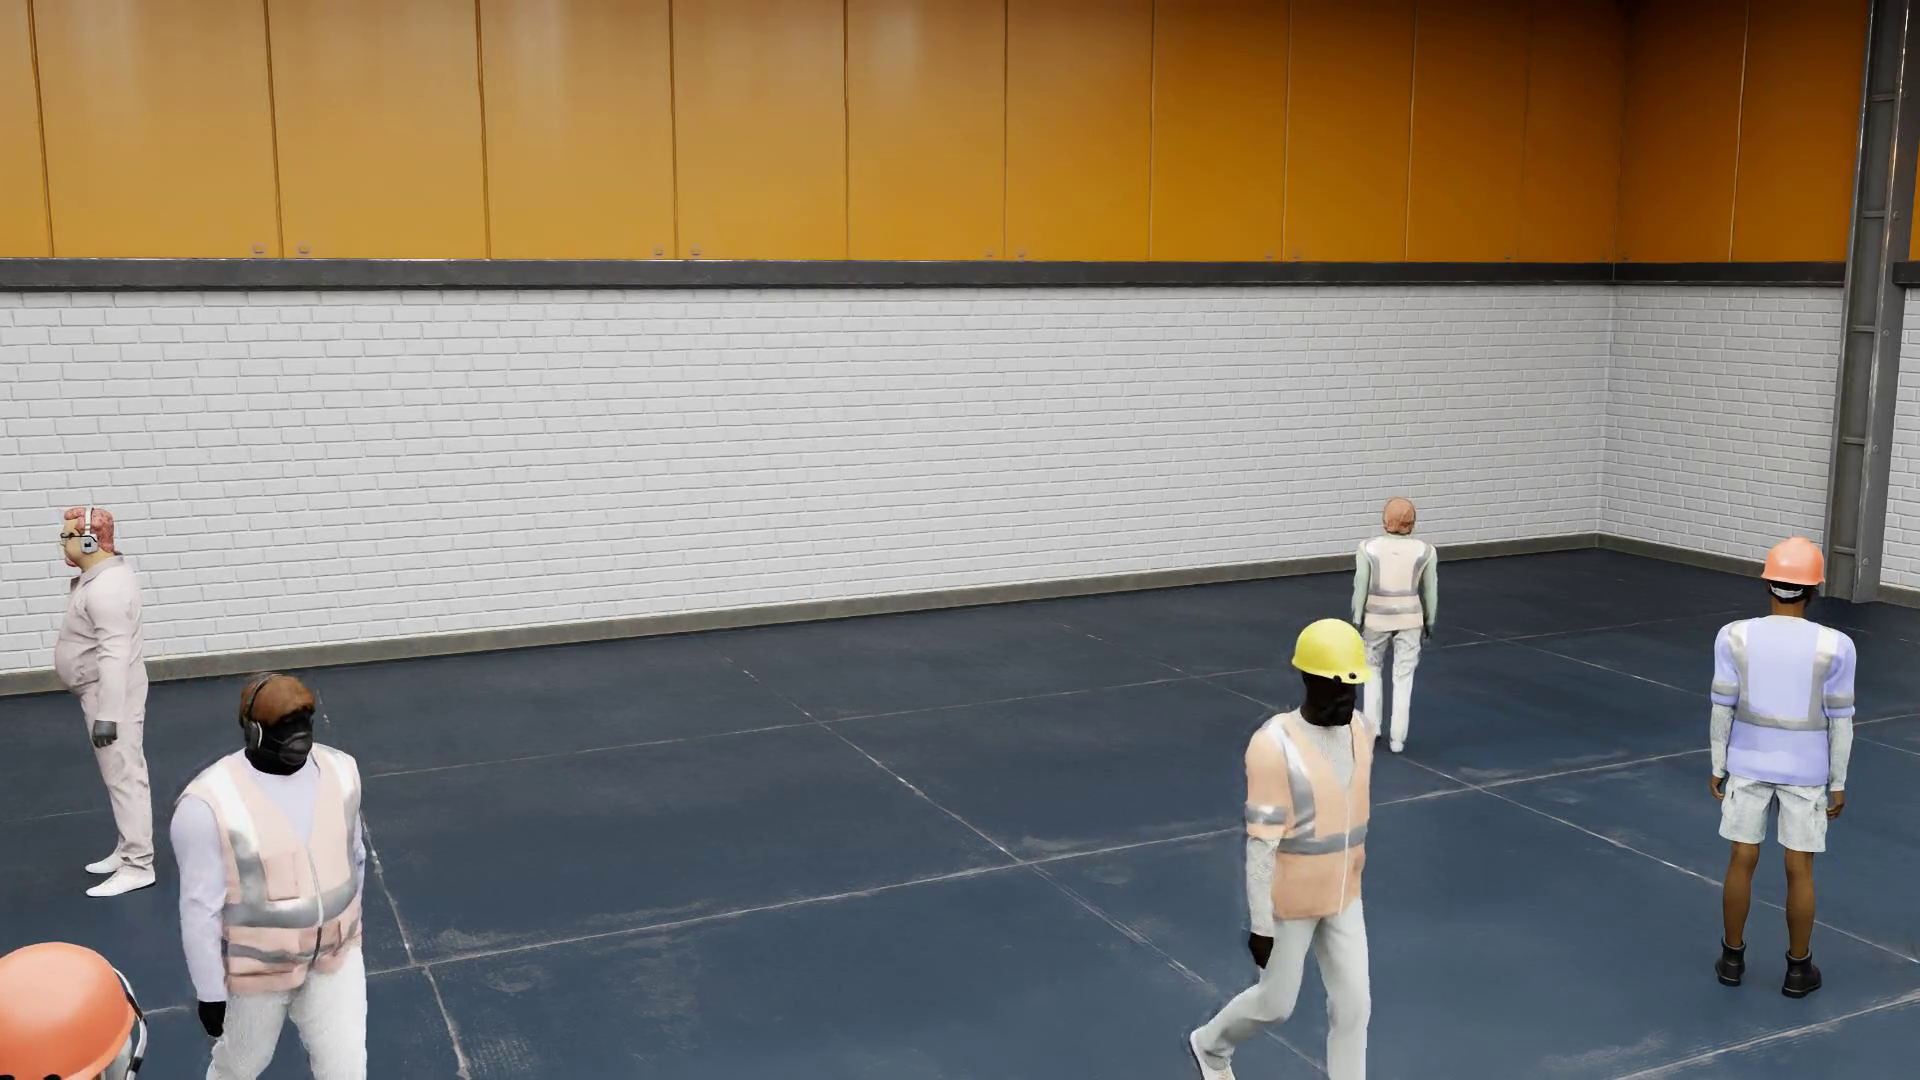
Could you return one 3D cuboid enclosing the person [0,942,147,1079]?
[{"bbox_3d":[-1.447,1.607,2.768,0.611,1.986,0.393,-1,9,-4],"label":"person"}]

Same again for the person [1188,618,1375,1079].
[{"bbox_3d":[1.161,1.178,5.727,0.597,1.897,0.862,-6,11,-34],"label":"person"}]

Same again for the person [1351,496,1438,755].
[{"bbox_3d":[2.757,0.528,10.588,0.538,1.619,0.568,2,9,10],"label":"person"}]

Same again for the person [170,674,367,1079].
[{"bbox_3d":[-2.185,1.293,5.295,0.936,1.808,0.634,8,12,40],"label":"person"}]

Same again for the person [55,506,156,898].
[{"bbox_3d":[-4.187,0.781,8.140,0.399,1.909,0.642,-4,10,-24],"label":"person"}]

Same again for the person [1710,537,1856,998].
[{"bbox_3d":[3.438,0.950,6.992,0.542,1.938,0.358,6,11,32],"label":"person"}]
